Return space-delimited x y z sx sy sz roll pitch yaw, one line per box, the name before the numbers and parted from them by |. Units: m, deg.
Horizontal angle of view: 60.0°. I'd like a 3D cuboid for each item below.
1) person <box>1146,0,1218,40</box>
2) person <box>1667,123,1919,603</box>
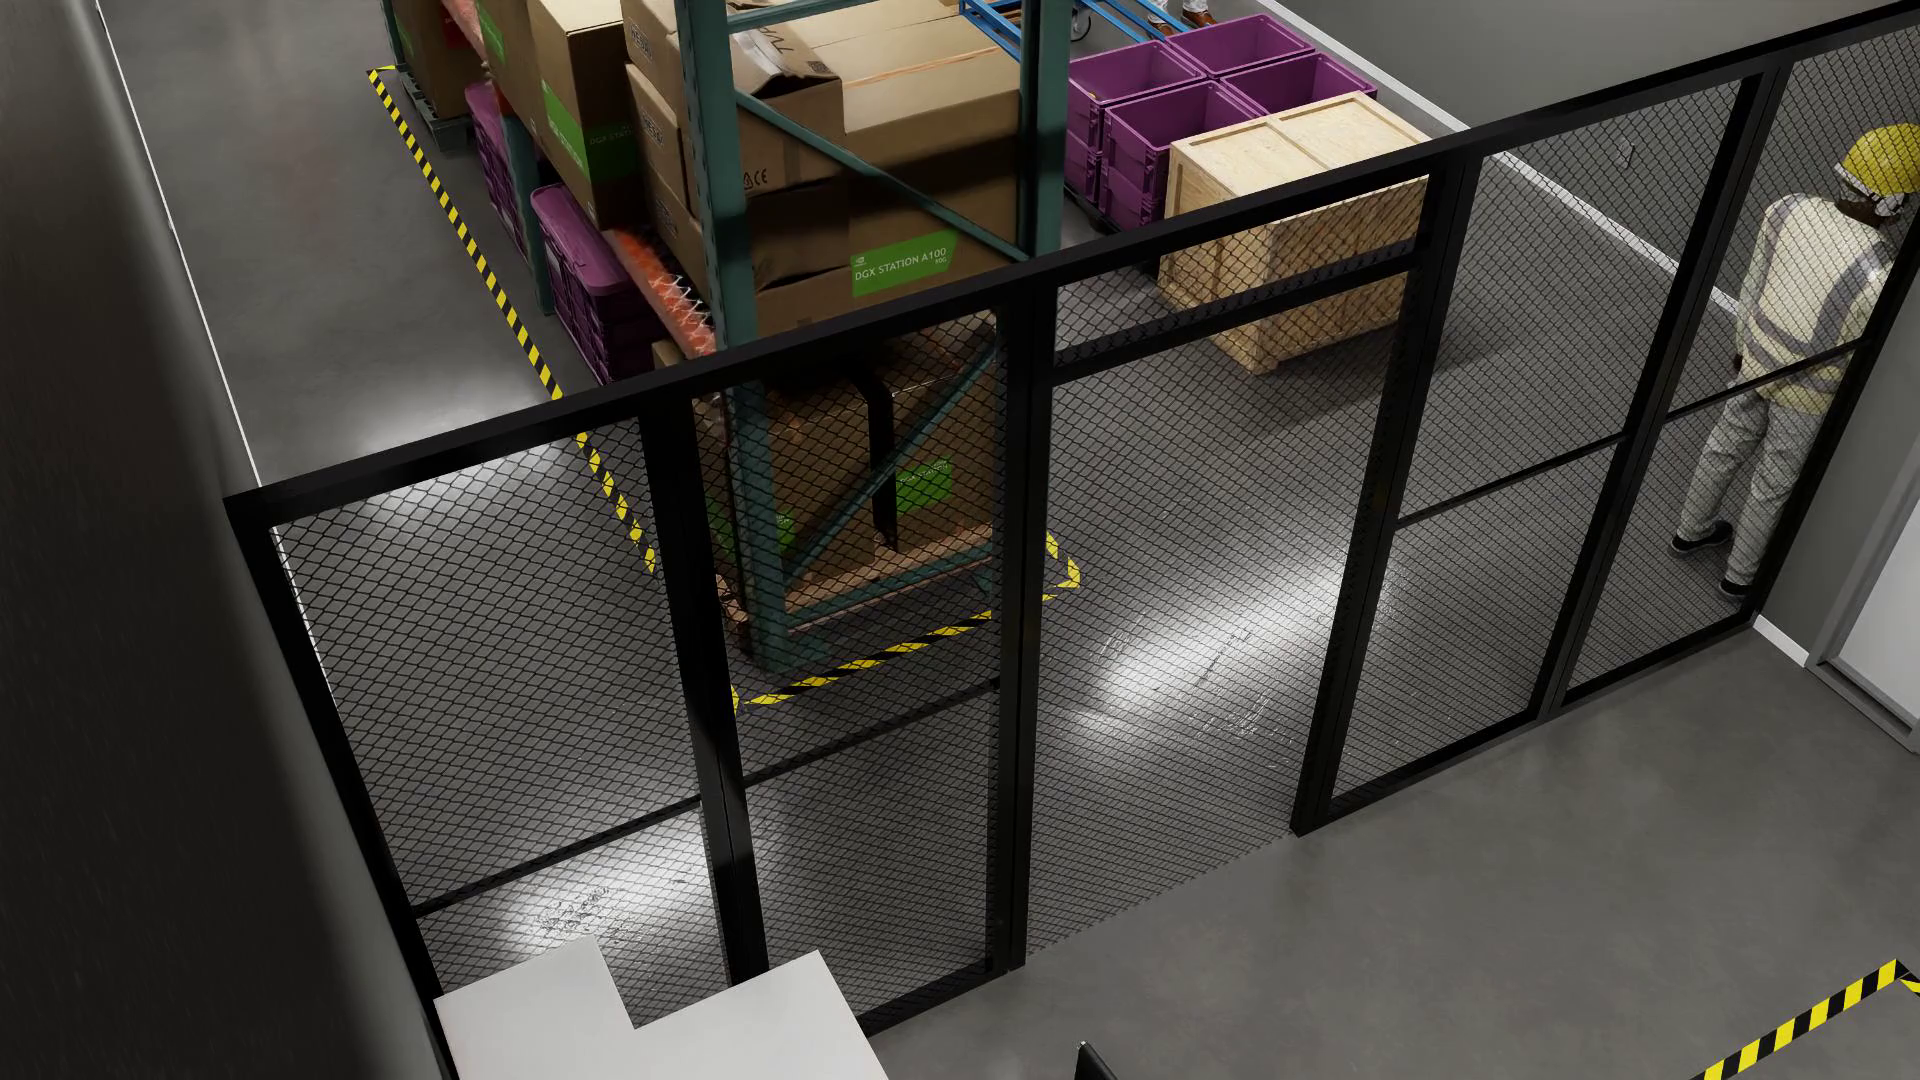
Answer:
person | 1.272 -3.627 8.914 0.631 1.940 0.372 -22 47 -22
person | 2.856 -0.570 5.646 0.404 1.833 0.589 -14 44 -15
